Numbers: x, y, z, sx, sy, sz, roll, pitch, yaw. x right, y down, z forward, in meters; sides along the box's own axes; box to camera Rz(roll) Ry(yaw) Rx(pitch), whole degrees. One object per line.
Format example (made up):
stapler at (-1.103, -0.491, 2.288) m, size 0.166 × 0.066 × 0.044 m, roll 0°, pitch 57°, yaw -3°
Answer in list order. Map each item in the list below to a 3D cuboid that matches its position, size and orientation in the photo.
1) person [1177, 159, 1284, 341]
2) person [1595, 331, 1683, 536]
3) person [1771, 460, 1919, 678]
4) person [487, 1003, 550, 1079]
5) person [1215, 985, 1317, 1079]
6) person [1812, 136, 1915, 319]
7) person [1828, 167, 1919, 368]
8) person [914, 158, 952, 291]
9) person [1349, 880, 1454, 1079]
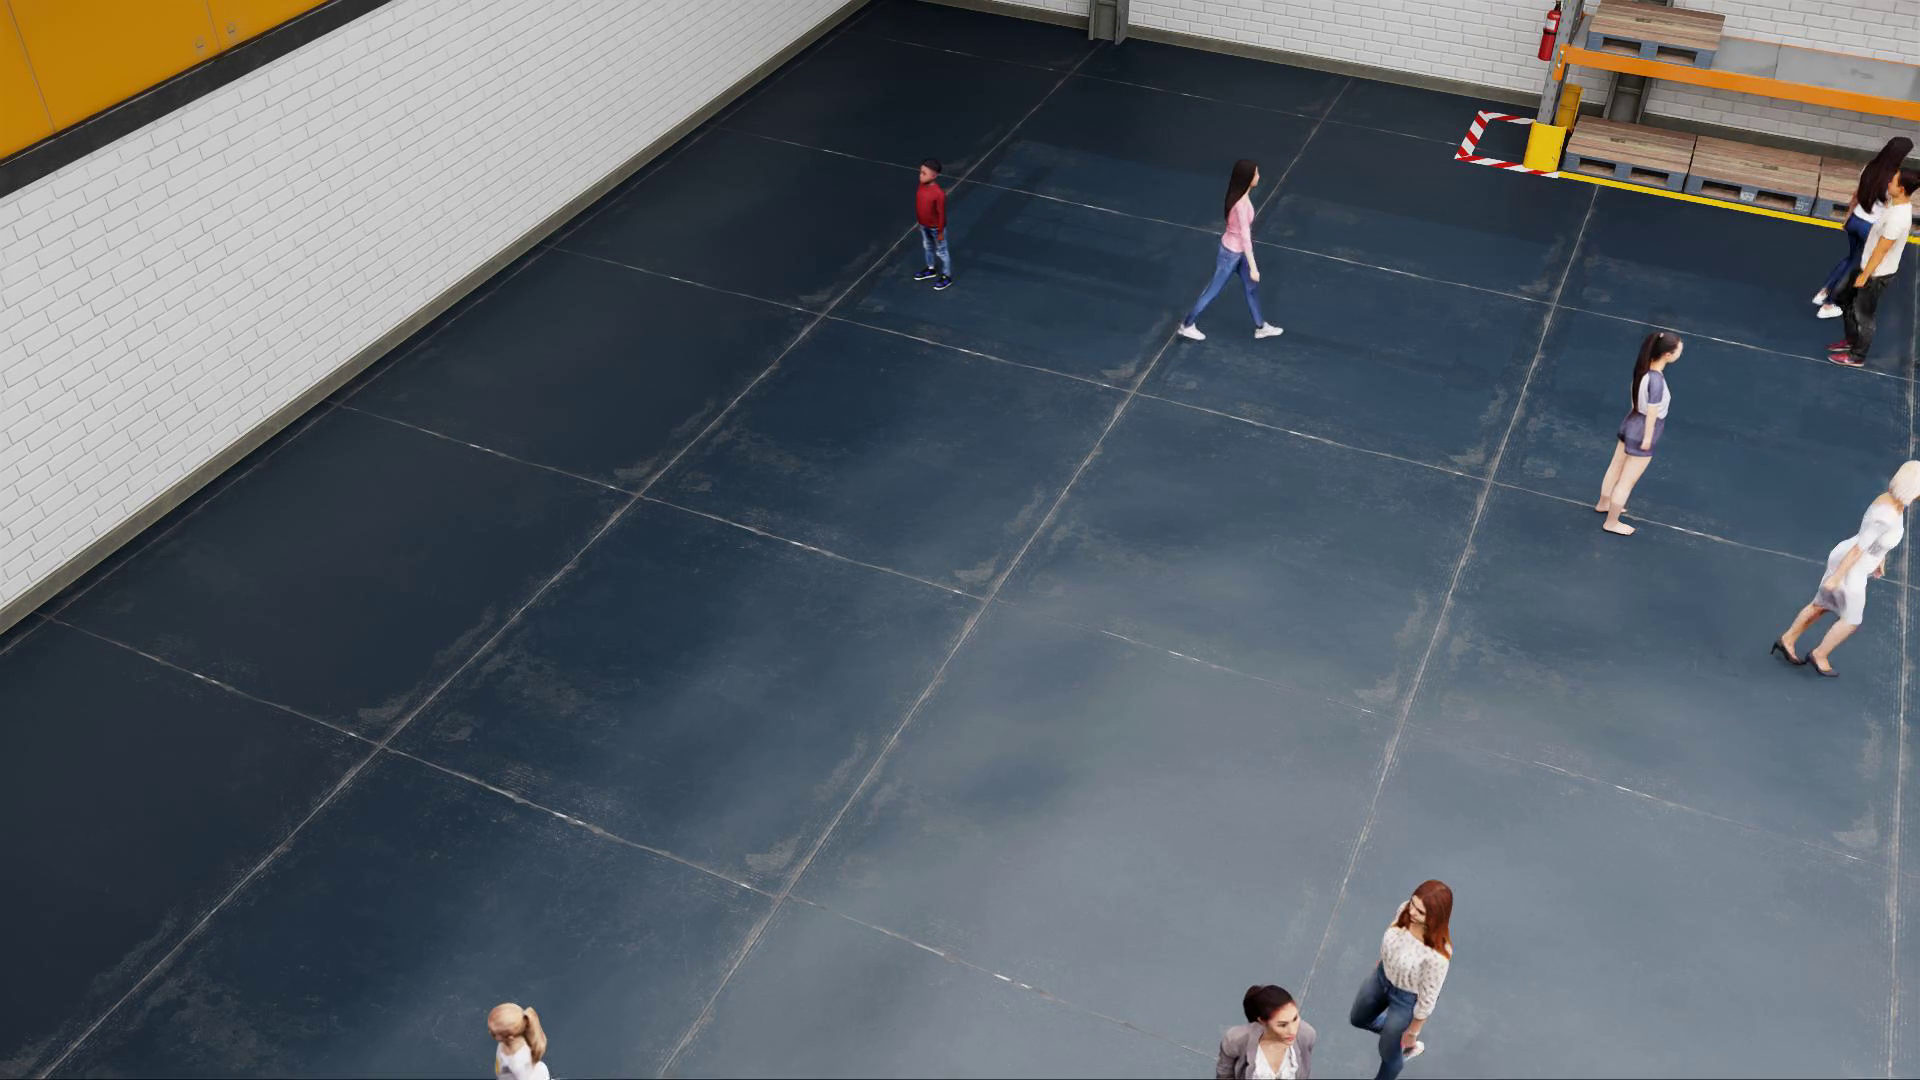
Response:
person at (2.252, -2.426, 14.233) m, size 1.199 × 1.696 × 0.785 m, roll 7°, pitch 39°, yaw 8°
person at (4.982, -0.801, 12.234) m, size 0.642 × 1.652 × 0.662 m, roll 2°, pitch 39°, yaw 3°
person at (5.794, 0.197, 10.943) m, size 0.731 × 1.704 × 0.606 m, roll 27°, pitch 46°, yaw 30°
person at (-2.063, 2.673, 8.194) m, size 0.849 × 1.264 × 0.716 m, roll -5°, pitch 39°, yaw -6°
person at (1.410, 2.666, 7.873) m, size 0.696 × 1.678 × 0.784 m, roll -5°, pitch 39°, yaw -6°
person at (7.812, -2.677, 14.496) m, size 0.775 × 1.762 × 0.721 m, roll -12°, pitch 40°, yaw -15°
person at (7.774, -2.244, 13.934) m, size 0.659 × 1.787 × 0.684 m, roll 11°, pitch 40°, yaw 13°
person at (-0.240, -2.906, 15.192) m, size 0.632 × 1.251 × 0.529 m, roll -29°, pitch 47°, yaw -31°
person at (2.279, 2.259, 8.348) m, size 0.867 × 1.721 × 0.804 m, roll -11°, pitch 40°, yaw -13°
